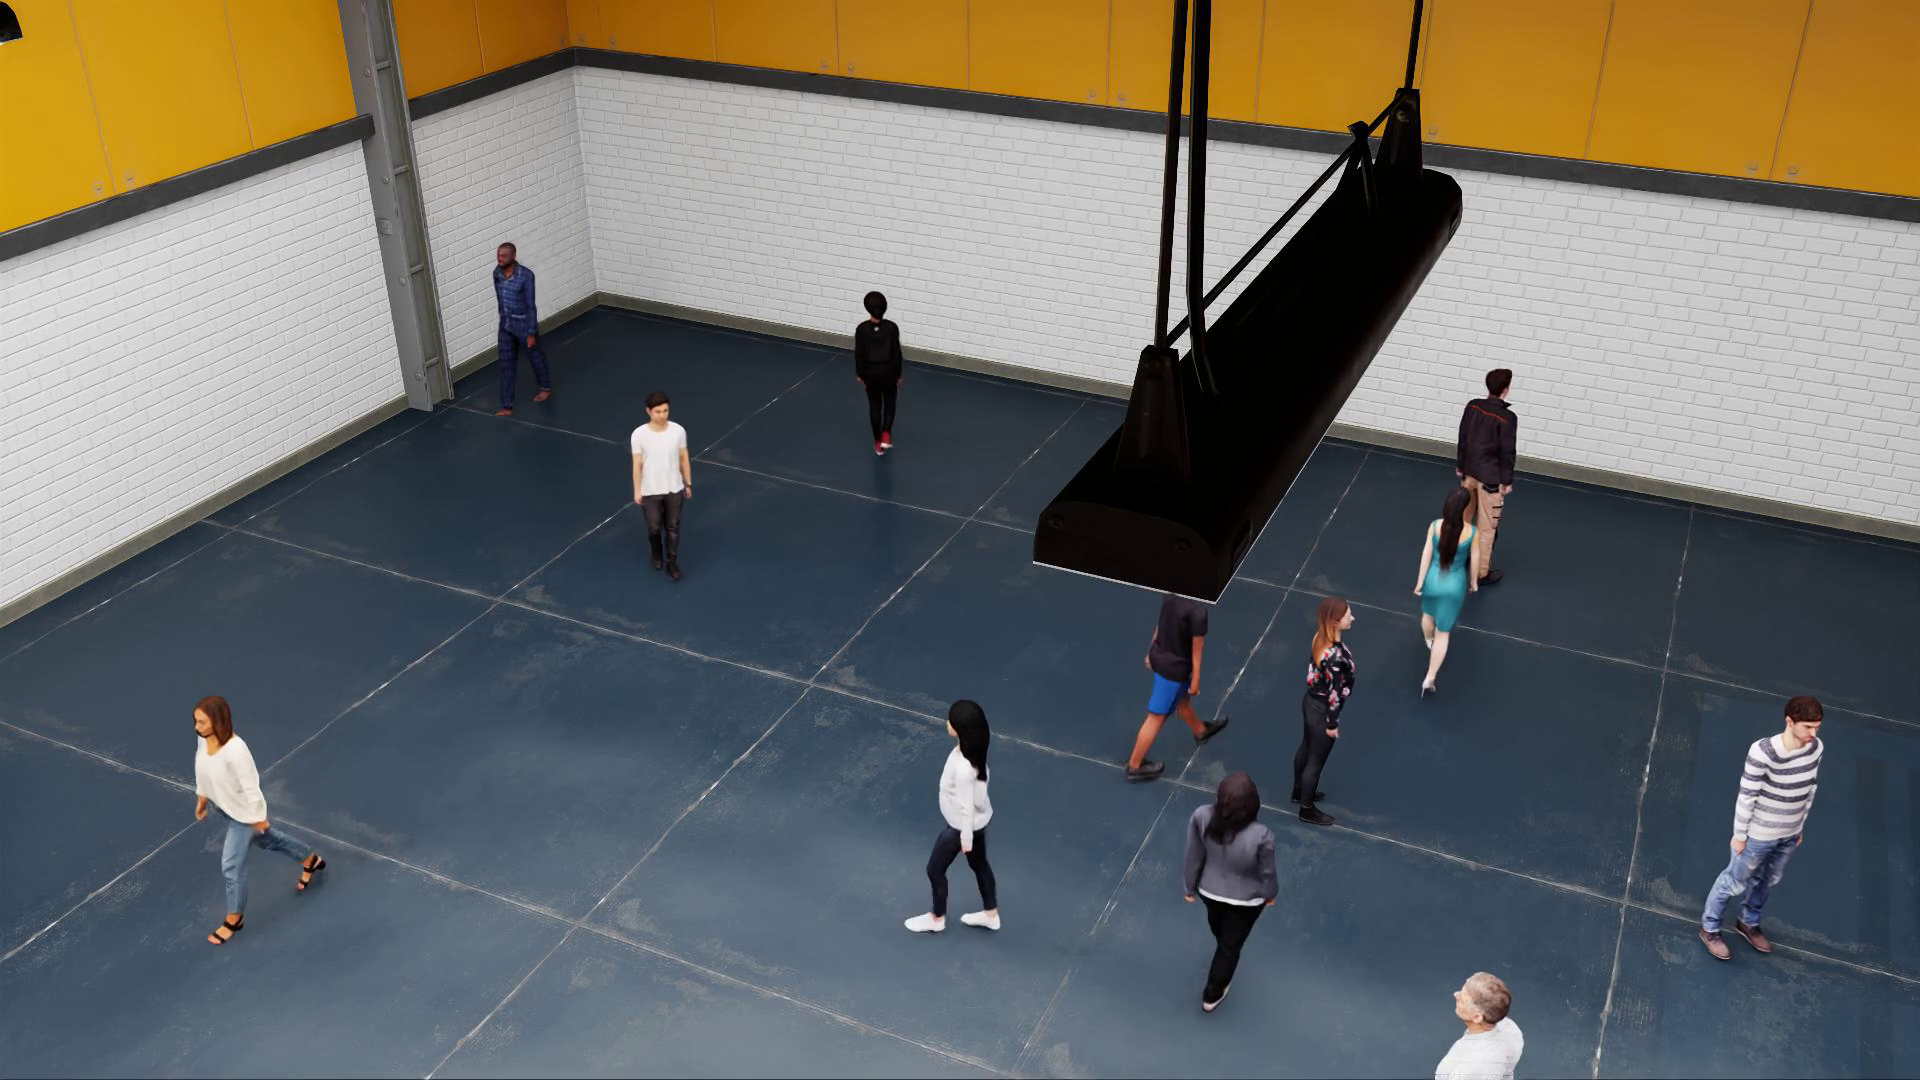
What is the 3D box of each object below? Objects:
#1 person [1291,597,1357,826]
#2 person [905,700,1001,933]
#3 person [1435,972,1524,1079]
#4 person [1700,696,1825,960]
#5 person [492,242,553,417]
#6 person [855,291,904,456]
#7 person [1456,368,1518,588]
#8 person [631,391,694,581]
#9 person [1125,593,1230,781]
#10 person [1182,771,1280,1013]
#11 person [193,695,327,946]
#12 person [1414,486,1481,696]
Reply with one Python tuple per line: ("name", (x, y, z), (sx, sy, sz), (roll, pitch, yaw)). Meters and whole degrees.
("person", (2.415, 1.117, 11.094), (0.703, 1.683, 0.578), (0, 29, 0))
("person", (0.121, 1.703, 10.021), (0.811, 1.682, 0.826), (5, 29, 9))
("person", (2.468, 2.829, 7.861), (0.891, 1.774, 1.208), (19, 34, 31))
("person", (4.798, 1.683, 9.885), (0.706, 1.847, 0.749), (-8, 30, -14))
("person", (-4.455, -2.185, 17.058), (0.715, 1.769, 1.144), (11, 31, 20))
("person", (-0.773, -1.575, 16.048), (0.715, 1.664, 0.735), (-1, 29, -1))
("person", (4.365, -0.534, 13.869), (0.777, 1.925, 0.789), (-19, 34, -30))
("person", (-2.532, -0.489, 14.007), (0.787, 1.712, 0.850), (-11, 30, -19))
("person", (1.402, 0.880, 11.468), (1.172, 1.742, 1.085), (-12, 31, -20))
("person", (1.517, 2.036, 9.532), (0.769, 1.566, 0.978), (18, 33, 30))
("person", (-4.342, 1.616, 10.225), (0.856, 1.640, 1.140), (25, 37, 38))
("person", (3.606, 0.413, 12.423), (0.614, 1.647, 1.005), (11, 30, 19))
